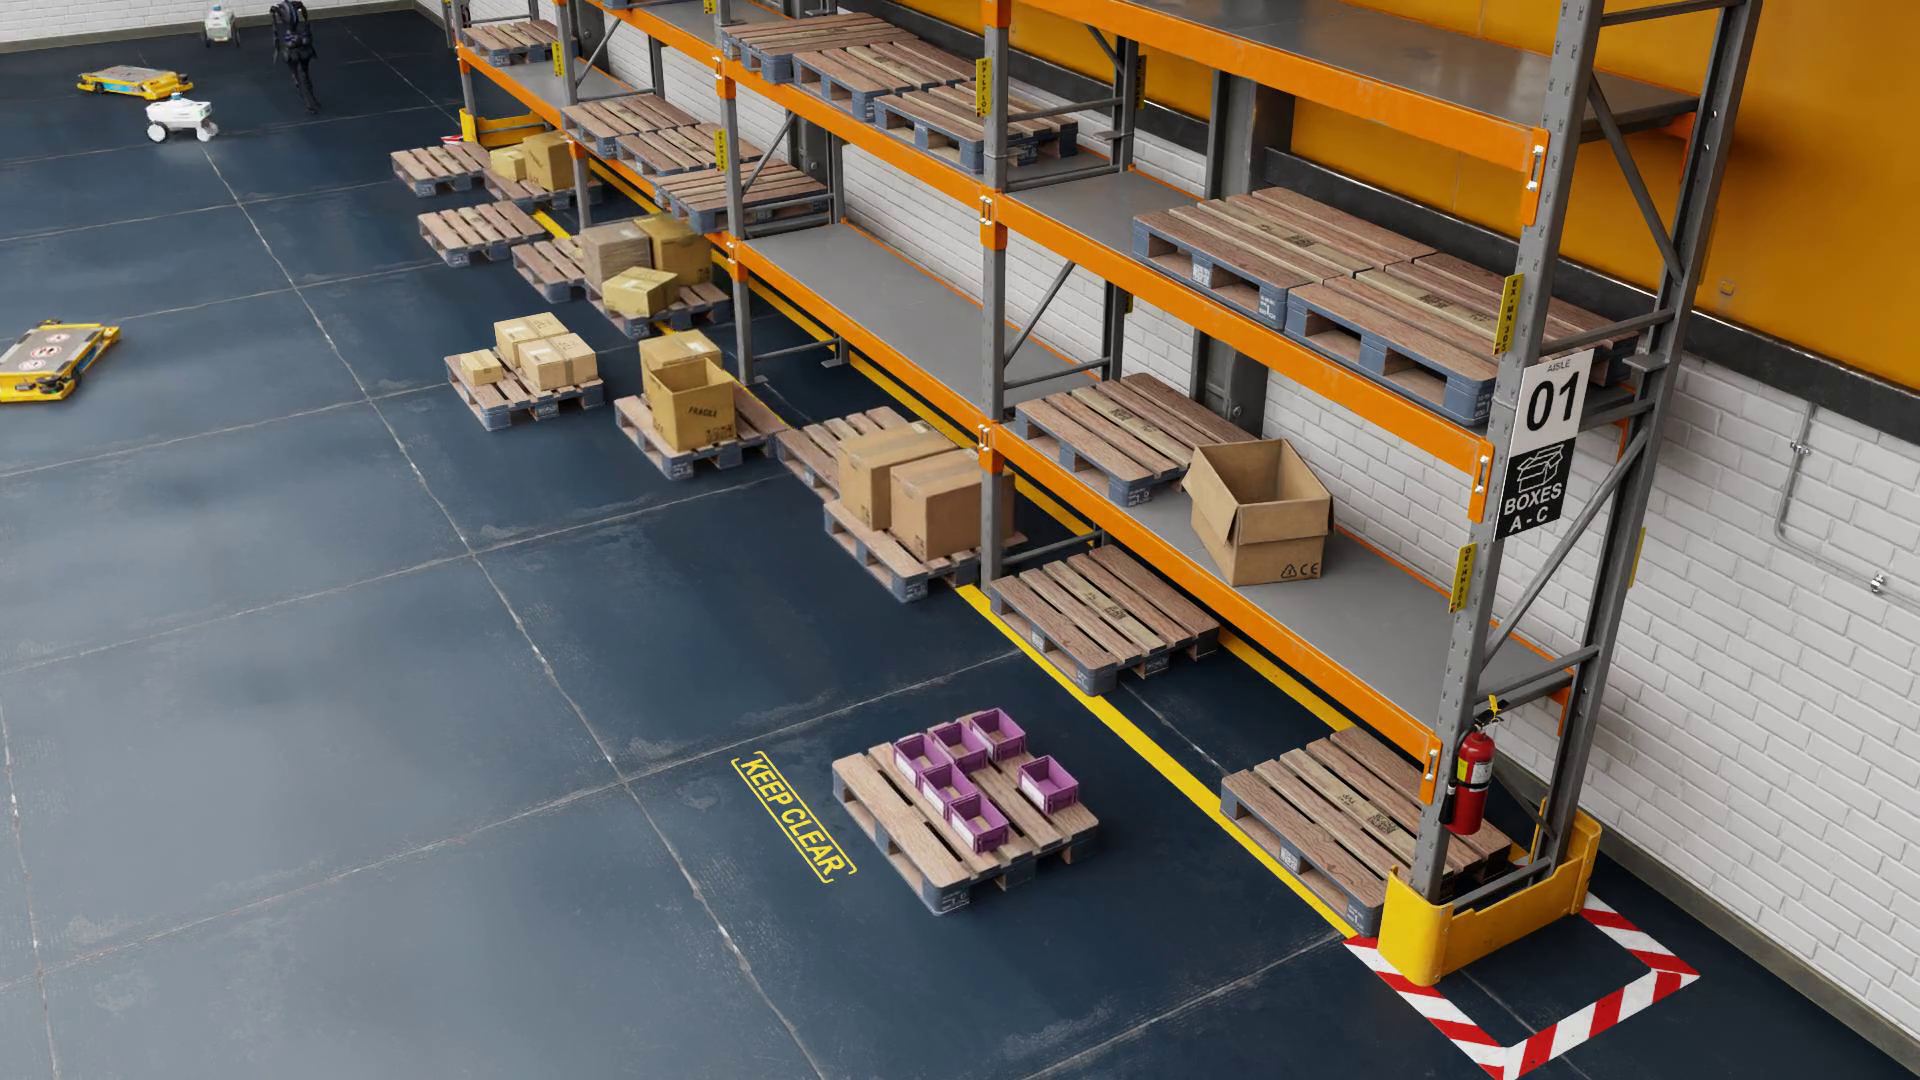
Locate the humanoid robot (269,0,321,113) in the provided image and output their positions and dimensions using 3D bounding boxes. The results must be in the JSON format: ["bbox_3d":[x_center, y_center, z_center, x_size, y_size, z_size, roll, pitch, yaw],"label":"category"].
[{"bbox_3d":[-8.566,-6.341,21.423,0.488,1.657,0.608,19,35,30],"label":"humanoid robot"}]

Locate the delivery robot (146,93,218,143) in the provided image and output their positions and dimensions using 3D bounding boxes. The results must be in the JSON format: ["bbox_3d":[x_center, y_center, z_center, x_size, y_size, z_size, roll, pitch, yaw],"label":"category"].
[{"bbox_3d":[-9.652,-5.221,20.560,0.781,0.595,0.499,-1,30,-1],"label":"delivery robot"}]

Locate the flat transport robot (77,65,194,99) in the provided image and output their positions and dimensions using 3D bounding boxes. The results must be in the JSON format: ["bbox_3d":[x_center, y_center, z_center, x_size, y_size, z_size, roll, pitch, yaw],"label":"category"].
[{"bbox_3d":[-11.227,-6.223,22.617,1.431,0.231,0.659,12,32,20],"label":"flat transport robot"}]

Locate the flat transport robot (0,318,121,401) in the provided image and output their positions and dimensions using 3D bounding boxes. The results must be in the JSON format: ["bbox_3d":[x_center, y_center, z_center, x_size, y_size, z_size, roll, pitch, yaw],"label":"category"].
[{"bbox_3d":[-7.862,-1.564,14.393,0.659,0.231,1.431,-3,30,-5],"label":"flat transport robot"}]

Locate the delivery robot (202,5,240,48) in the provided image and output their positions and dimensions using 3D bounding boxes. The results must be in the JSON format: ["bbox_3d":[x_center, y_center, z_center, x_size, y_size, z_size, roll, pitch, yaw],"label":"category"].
[{"bbox_3d":[-11.092,-7.697,24.948,0.499,0.612,0.796,-8,30,-13],"label":"delivery robot"}]
